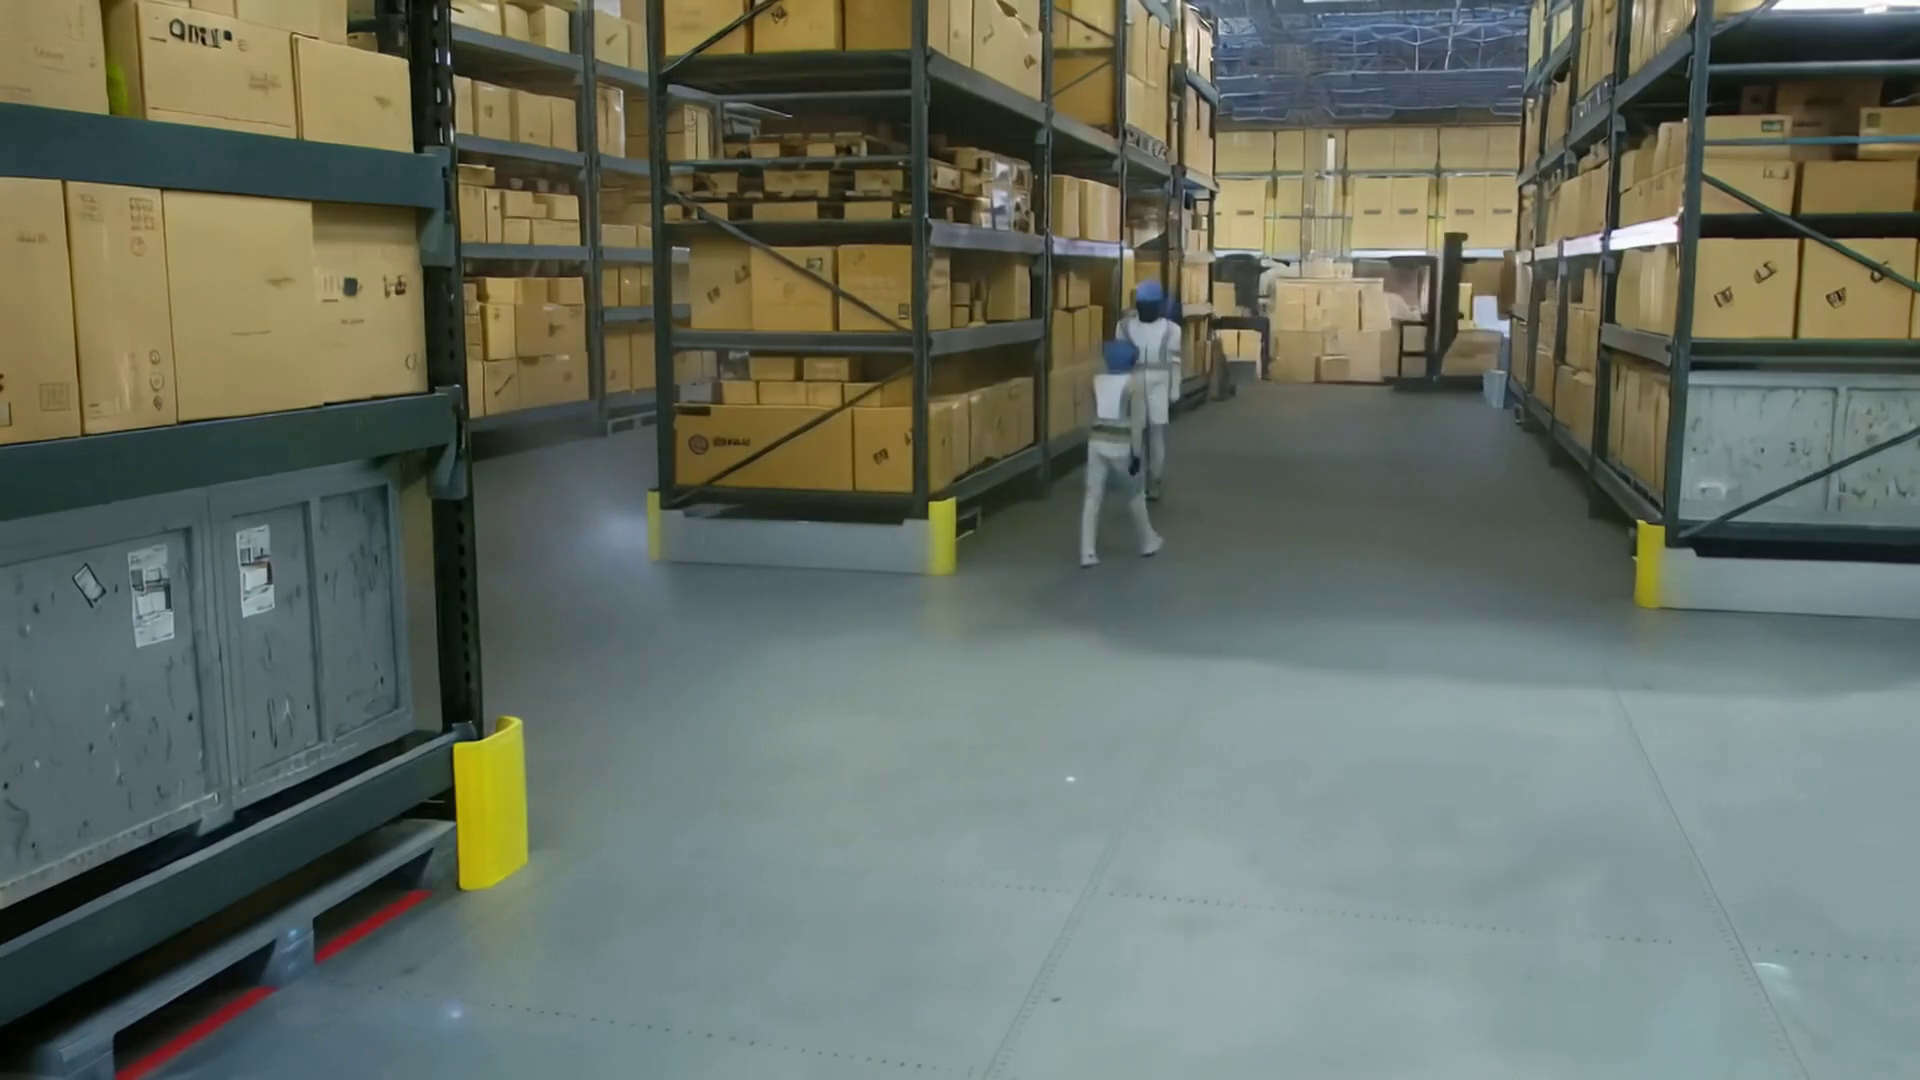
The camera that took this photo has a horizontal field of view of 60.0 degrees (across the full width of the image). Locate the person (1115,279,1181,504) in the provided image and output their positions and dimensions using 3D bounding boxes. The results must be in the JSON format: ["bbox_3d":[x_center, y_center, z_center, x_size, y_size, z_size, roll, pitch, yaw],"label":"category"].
[{"bbox_3d":[1.669,-1.339,15.034,0.609,2.000,1.017,3,9,16],"label":"person"}]

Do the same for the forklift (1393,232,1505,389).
[{"bbox_3d":[8.814,-4.109,29.877,1.873,2.768,1.129,2,9,15],"label":"forklift"}]

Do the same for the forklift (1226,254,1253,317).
[{"bbox_3d":[9.270,-8.127,55.406,1.873,2.768,1.129,-7,11,-38],"label":"forklift"}]

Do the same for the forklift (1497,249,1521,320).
[{"bbox_3d":[15.282,-6.531,45.267,1.129,2.768,1.873,5,10,29],"label":"forklift"}]

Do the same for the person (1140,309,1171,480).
[{"bbox_3d":[1.873,-1.499,16.738,0.638,1.794,0.957,1,9,8],"label":"person"}]

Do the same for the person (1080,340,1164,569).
[{"bbox_3d":[1.123,-0.613,11.777,0.513,1.583,0.896,6,11,35],"label":"person"}]

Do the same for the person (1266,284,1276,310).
[{"bbox_3d":[8.073,-5.641,42.769,0.852,1.890,0.603,2,9,14],"label":"person"}]

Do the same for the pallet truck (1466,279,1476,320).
[{"bbox_3d":[18.896,-8.459,60.307,1.885,1.965,0.823,5,10,31],"label":"pallet truck"}]
